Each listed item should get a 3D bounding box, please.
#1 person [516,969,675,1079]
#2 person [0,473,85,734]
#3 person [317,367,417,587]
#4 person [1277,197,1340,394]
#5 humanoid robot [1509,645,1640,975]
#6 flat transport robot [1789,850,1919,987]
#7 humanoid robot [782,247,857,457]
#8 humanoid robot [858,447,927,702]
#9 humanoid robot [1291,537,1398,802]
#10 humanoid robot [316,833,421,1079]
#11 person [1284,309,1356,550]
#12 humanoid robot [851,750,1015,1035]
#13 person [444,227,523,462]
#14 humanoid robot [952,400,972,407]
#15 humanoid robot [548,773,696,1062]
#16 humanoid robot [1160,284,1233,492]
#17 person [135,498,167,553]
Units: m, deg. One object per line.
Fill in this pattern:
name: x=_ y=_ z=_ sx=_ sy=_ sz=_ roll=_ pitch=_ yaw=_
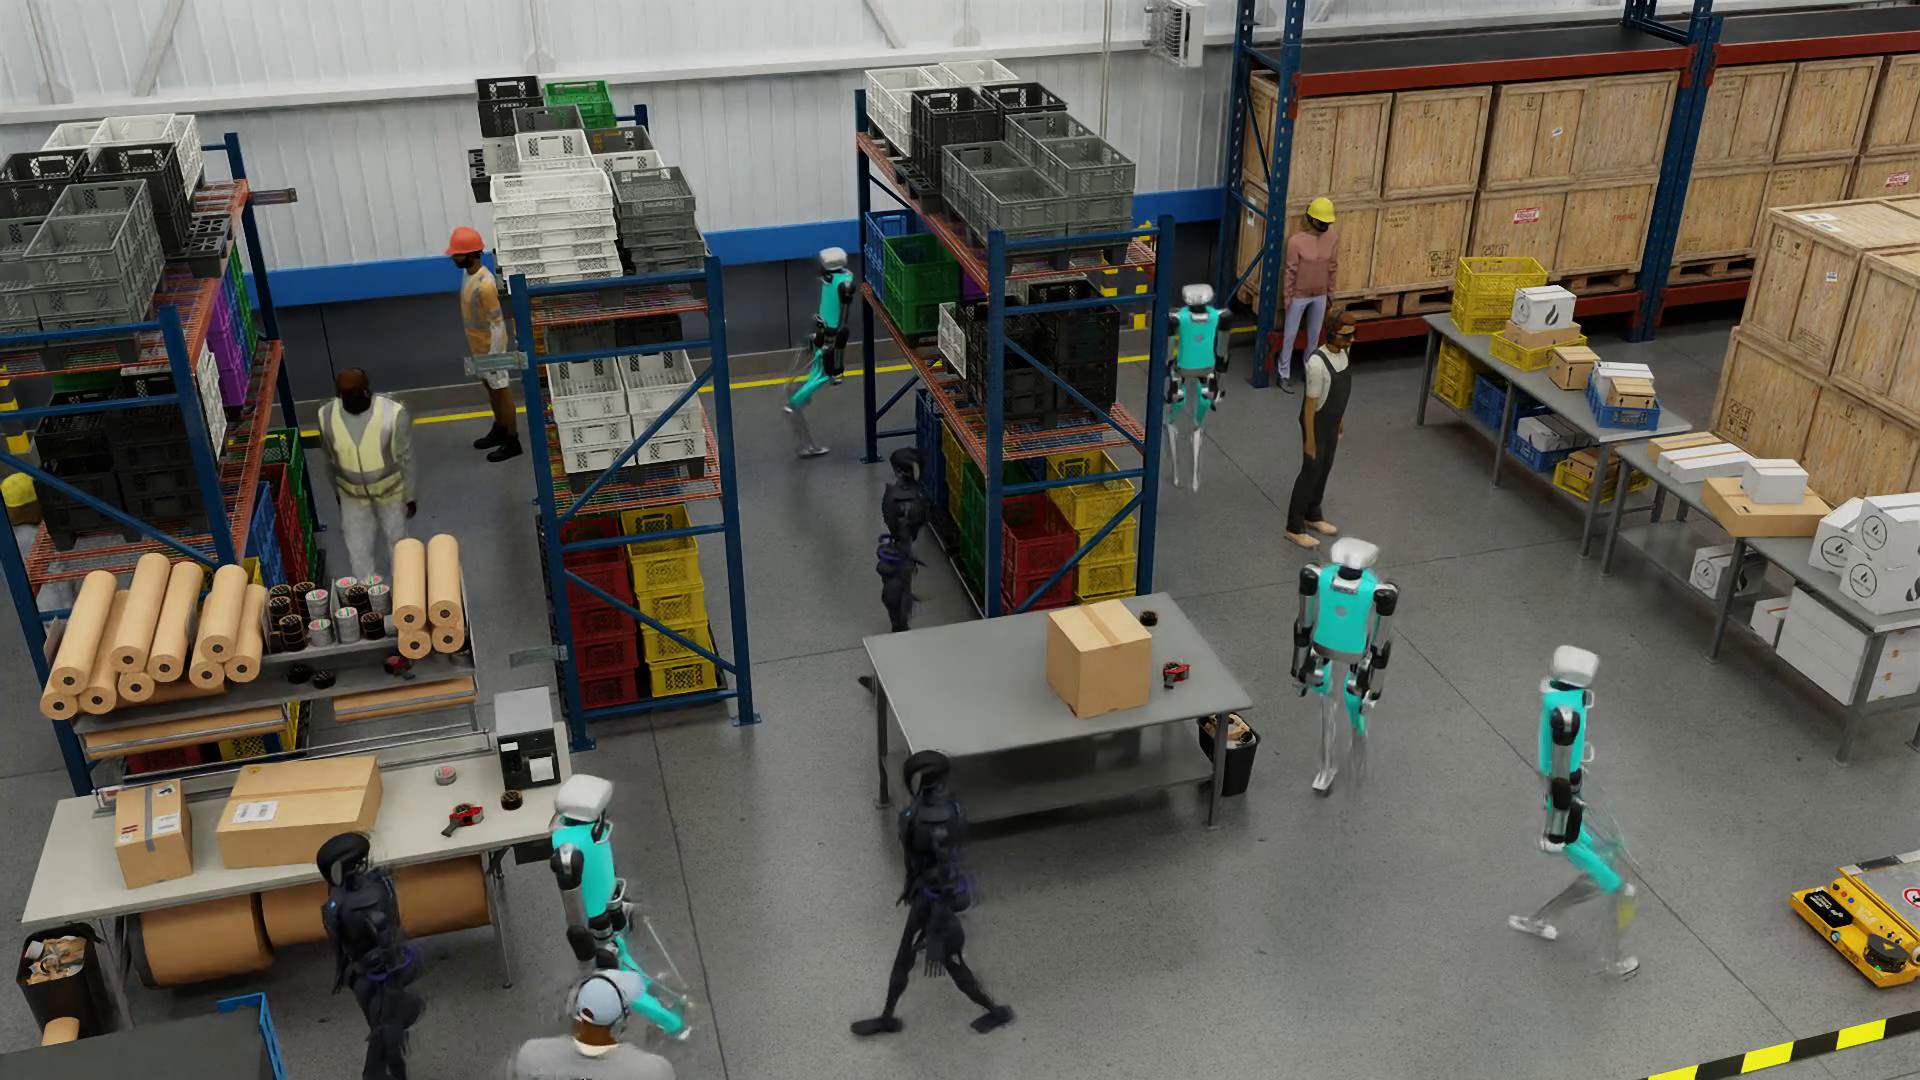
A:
person: x=-1.350 y=2.381 z=6.224 sx=0.651 sy=1.824 sz=0.557 roll=1 pitch=29 yaw=2
person: x=-5.405 y=0.397 z=9.906 sx=0.487 sy=1.743 sz=0.315 roll=12 pitch=31 yaw=21
person: x=-3.902 y=-0.262 z=11.035 sx=0.625 sy=1.809 sz=0.848 roll=-4 pitch=29 yaw=-7
person: x=3.049 y=-2.131 z=14.495 sx=0.522 sy=1.761 sz=0.336 roll=-10 pitch=30 yaw=-17
humanoid robot: x=3.177 y=1.370 z=8.199 sx=0.859 sy=1.817 sz=0.532 roll=8 pitch=30 yaw=14
flat transport robot: x=5.163 y=1.916 z=8.676 sx=1.431 sy=0.231 sz=0.659 roll=-8 pitch=30 yaw=-14
humanoid robot: x=-1.197 y=-1.379 z=13.253 sx=0.779 sy=1.873 sz=0.538 roll=-12 pitch=31 yaw=-20
humanoid robot: x=-0.422 y=0.194 z=10.351 sx=0.448 sy=1.647 sz=0.607 roll=-1 pitch=29 yaw=-2
humanoid robot: x=2.174 y=0.743 z=9.385 sx=0.536 sy=1.878 sz=0.732 roll=14 pitch=32 yaw=24
humanoid robot: x=-2.550 y=1.920 z=7.202 sx=0.584 sy=1.645 sz=0.342 roll=25 pitch=38 yaw=38
person: x=2.621 y=-0.809 z=12.012 sx=0.336 sy=1.838 sz=0.505 roll=20 pitch=34 yaw=31
humanoid robot: x=-0.125 y=1.681 z=7.698 sx=0.787 sy=1.632 sz=0.588 roll=-9 pitch=30 yaw=-15
person: x=-3.800 y=-1.558 z=13.264 sx=0.377 sy=1.937 sz=0.545 roll=-16 pitch=33 yaw=-27
humanoid robot: x=0.340 y=-1.787 z=13.892 sx=0.905 sy=1.772 sz=0.544 roll=17 pitch=33 yaw=28
humanoid robot: x=-1.404 y=1.848 z=7.345 sx=0.693 sy=1.862 sz=0.550 roll=1 pitch=29 yaw=1
humanoid robot: x=1.751 y=-1.191 z=12.828 sx=0.553 sy=1.795 sz=0.790 roll=-2 pitch=29 yaw=-3
person: x=-5.812 y=-0.775 z=11.764 sx=0.645 sy=2.008 sz=0.661 roll=-1 pitch=29 yaw=-1
